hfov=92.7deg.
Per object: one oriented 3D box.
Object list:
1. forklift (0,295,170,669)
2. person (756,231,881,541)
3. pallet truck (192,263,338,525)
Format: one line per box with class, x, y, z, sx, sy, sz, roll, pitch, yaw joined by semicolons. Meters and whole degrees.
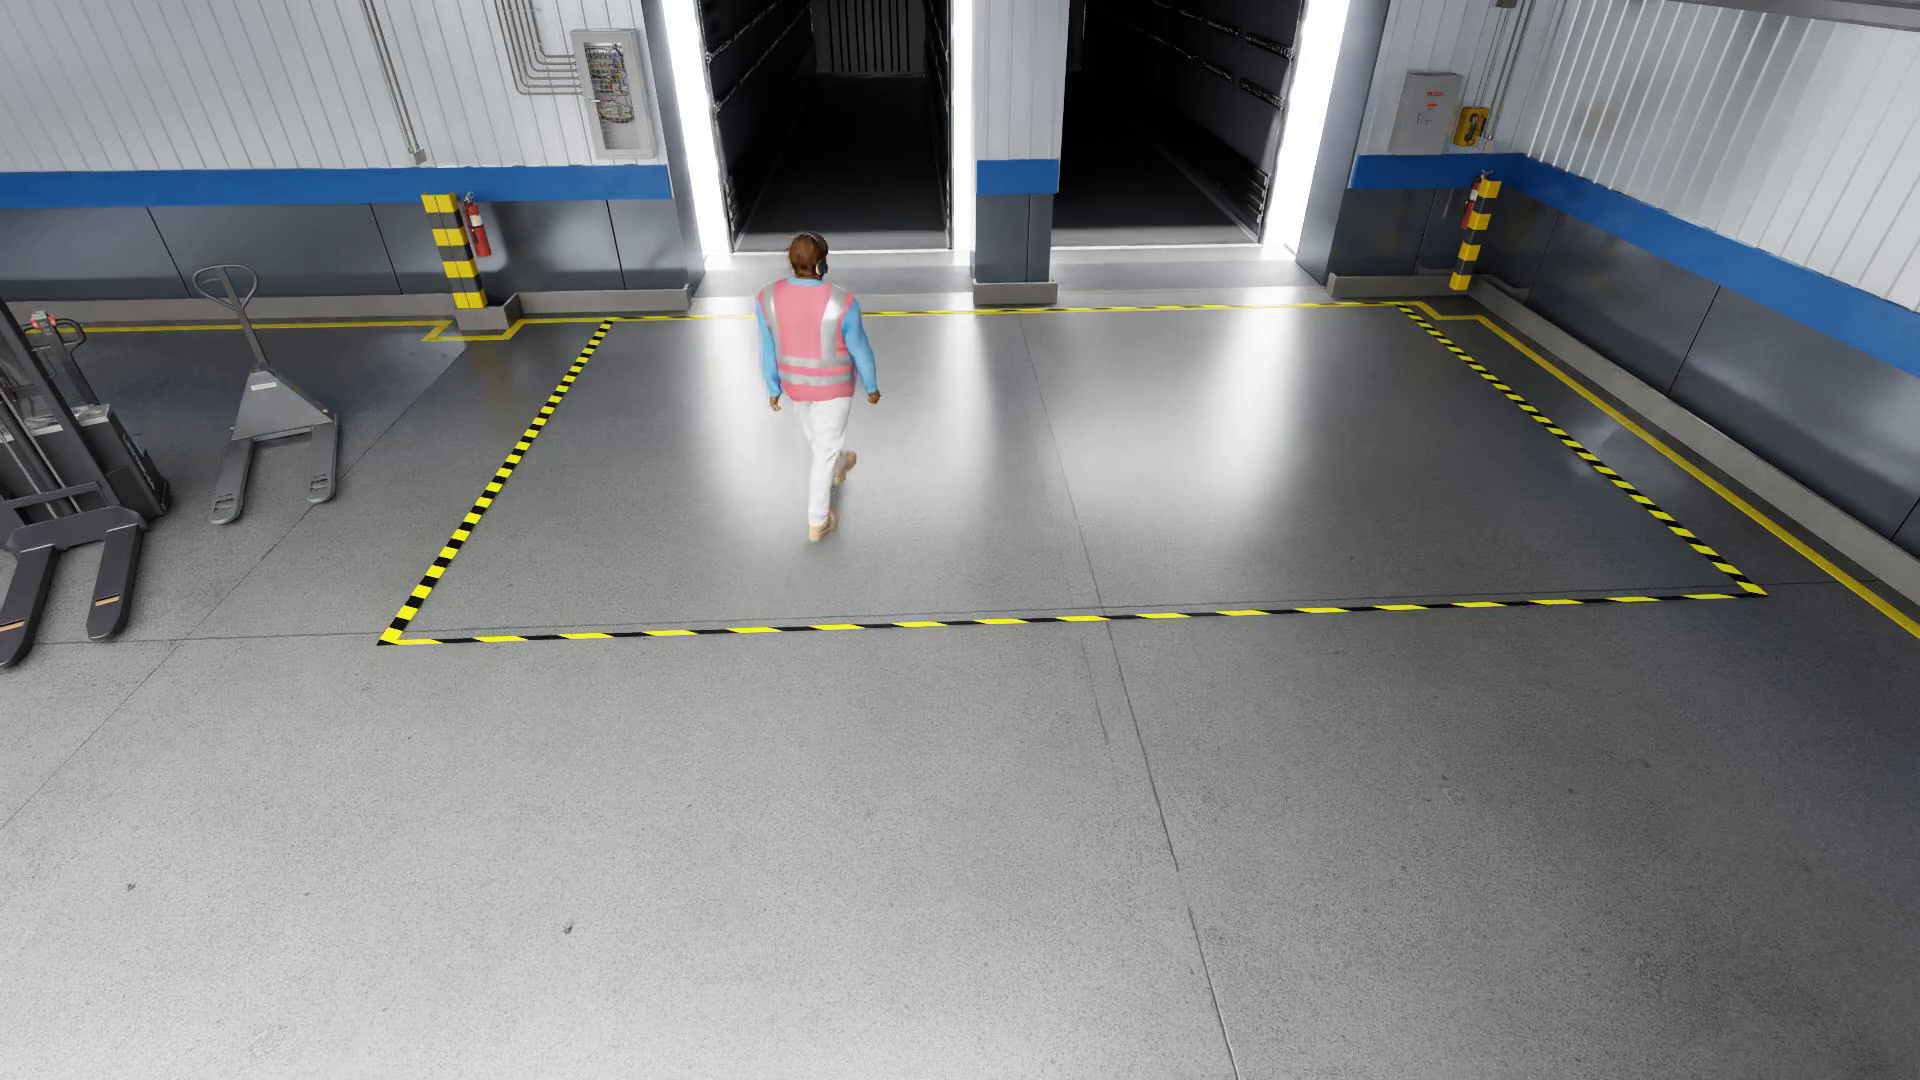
forklift;-5.212;-0.618;4.878;0.823;1.965;1.885;-20;39;-26
person;-0.809;-0.971;5.565;0.653;1.789;0.954;11;36;15
pallet truck;-4.778;-1.027;6.128;0.680;1.201;1.601;-17;38;-23
